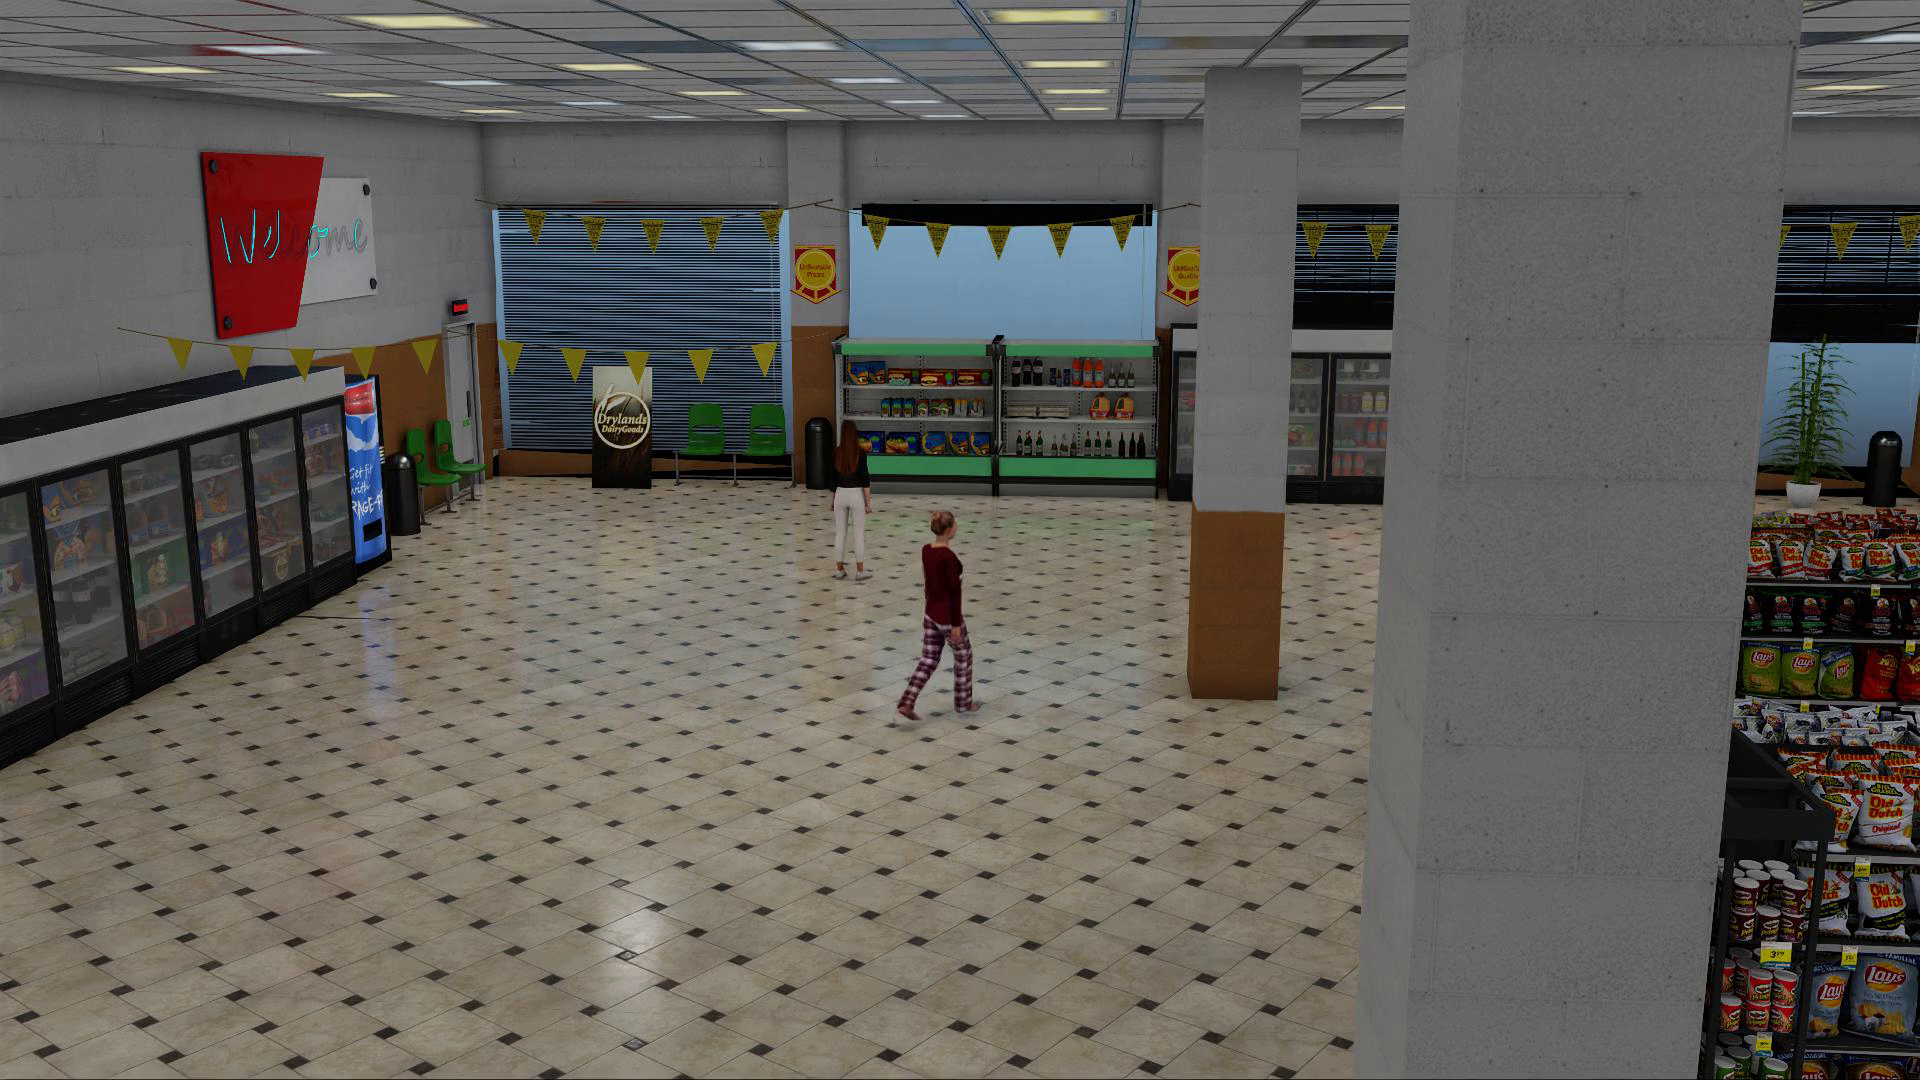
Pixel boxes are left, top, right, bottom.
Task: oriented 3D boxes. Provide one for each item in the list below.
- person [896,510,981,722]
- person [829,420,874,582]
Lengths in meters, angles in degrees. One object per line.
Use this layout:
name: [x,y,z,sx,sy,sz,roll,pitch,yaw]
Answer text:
person: [-0.193,0.615,12.833,1.095,1.660,1.035,-10,15,-39]
person: [-1.173,-0.425,17.671,0.521,1.702,0.710,3,12,16]
